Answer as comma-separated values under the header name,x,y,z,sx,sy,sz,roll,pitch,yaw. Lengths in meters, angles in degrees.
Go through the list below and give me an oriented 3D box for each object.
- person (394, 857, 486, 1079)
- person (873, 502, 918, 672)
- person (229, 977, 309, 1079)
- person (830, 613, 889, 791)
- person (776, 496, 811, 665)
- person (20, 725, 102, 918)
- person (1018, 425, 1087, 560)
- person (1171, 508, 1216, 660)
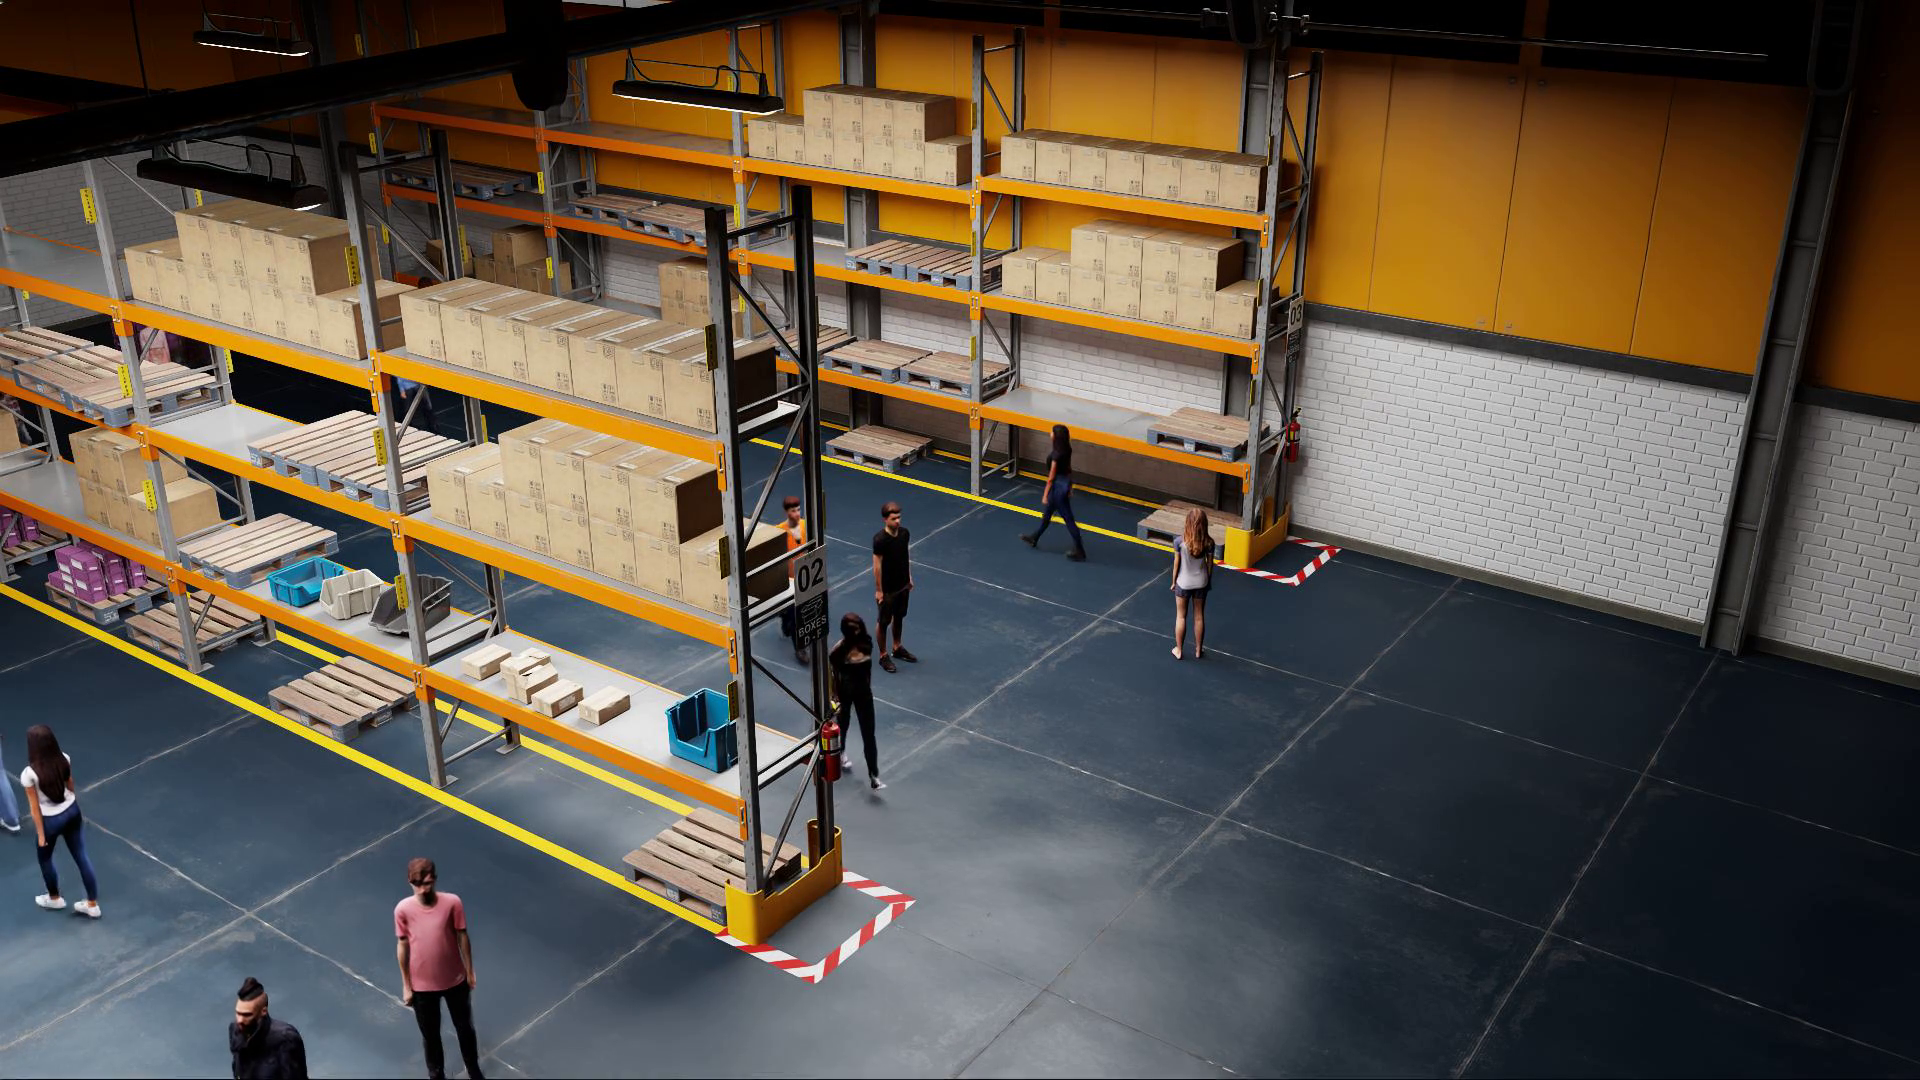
name,x,y,z,sx,sy,sz,roll,pitch,yaw
person,-3.660,3.053,11.672,0.774,1.959,0.816,-7,25,-16
person,-0.722,0.457,17.733,0.631,1.862,0.711,21,31,39
person,-4.321,3.566,10.652,1.129,1.835,1.032,6,24,14
person,-1.064,1.463,15.620,0.965,1.710,1.259,-13,27,-28
person,-1.809,0.373,17.920,0.928,1.866,1.138,-14,27,-29
person,-7.292,2.328,13.585,0.888,1.756,0.714,11,26,23
person,1.301,-0.539,20.231,1.182,1.686,0.710,11,26,23
person,2.494,0.470,17.865,0.668,1.732,0.750,-1,24,-3
